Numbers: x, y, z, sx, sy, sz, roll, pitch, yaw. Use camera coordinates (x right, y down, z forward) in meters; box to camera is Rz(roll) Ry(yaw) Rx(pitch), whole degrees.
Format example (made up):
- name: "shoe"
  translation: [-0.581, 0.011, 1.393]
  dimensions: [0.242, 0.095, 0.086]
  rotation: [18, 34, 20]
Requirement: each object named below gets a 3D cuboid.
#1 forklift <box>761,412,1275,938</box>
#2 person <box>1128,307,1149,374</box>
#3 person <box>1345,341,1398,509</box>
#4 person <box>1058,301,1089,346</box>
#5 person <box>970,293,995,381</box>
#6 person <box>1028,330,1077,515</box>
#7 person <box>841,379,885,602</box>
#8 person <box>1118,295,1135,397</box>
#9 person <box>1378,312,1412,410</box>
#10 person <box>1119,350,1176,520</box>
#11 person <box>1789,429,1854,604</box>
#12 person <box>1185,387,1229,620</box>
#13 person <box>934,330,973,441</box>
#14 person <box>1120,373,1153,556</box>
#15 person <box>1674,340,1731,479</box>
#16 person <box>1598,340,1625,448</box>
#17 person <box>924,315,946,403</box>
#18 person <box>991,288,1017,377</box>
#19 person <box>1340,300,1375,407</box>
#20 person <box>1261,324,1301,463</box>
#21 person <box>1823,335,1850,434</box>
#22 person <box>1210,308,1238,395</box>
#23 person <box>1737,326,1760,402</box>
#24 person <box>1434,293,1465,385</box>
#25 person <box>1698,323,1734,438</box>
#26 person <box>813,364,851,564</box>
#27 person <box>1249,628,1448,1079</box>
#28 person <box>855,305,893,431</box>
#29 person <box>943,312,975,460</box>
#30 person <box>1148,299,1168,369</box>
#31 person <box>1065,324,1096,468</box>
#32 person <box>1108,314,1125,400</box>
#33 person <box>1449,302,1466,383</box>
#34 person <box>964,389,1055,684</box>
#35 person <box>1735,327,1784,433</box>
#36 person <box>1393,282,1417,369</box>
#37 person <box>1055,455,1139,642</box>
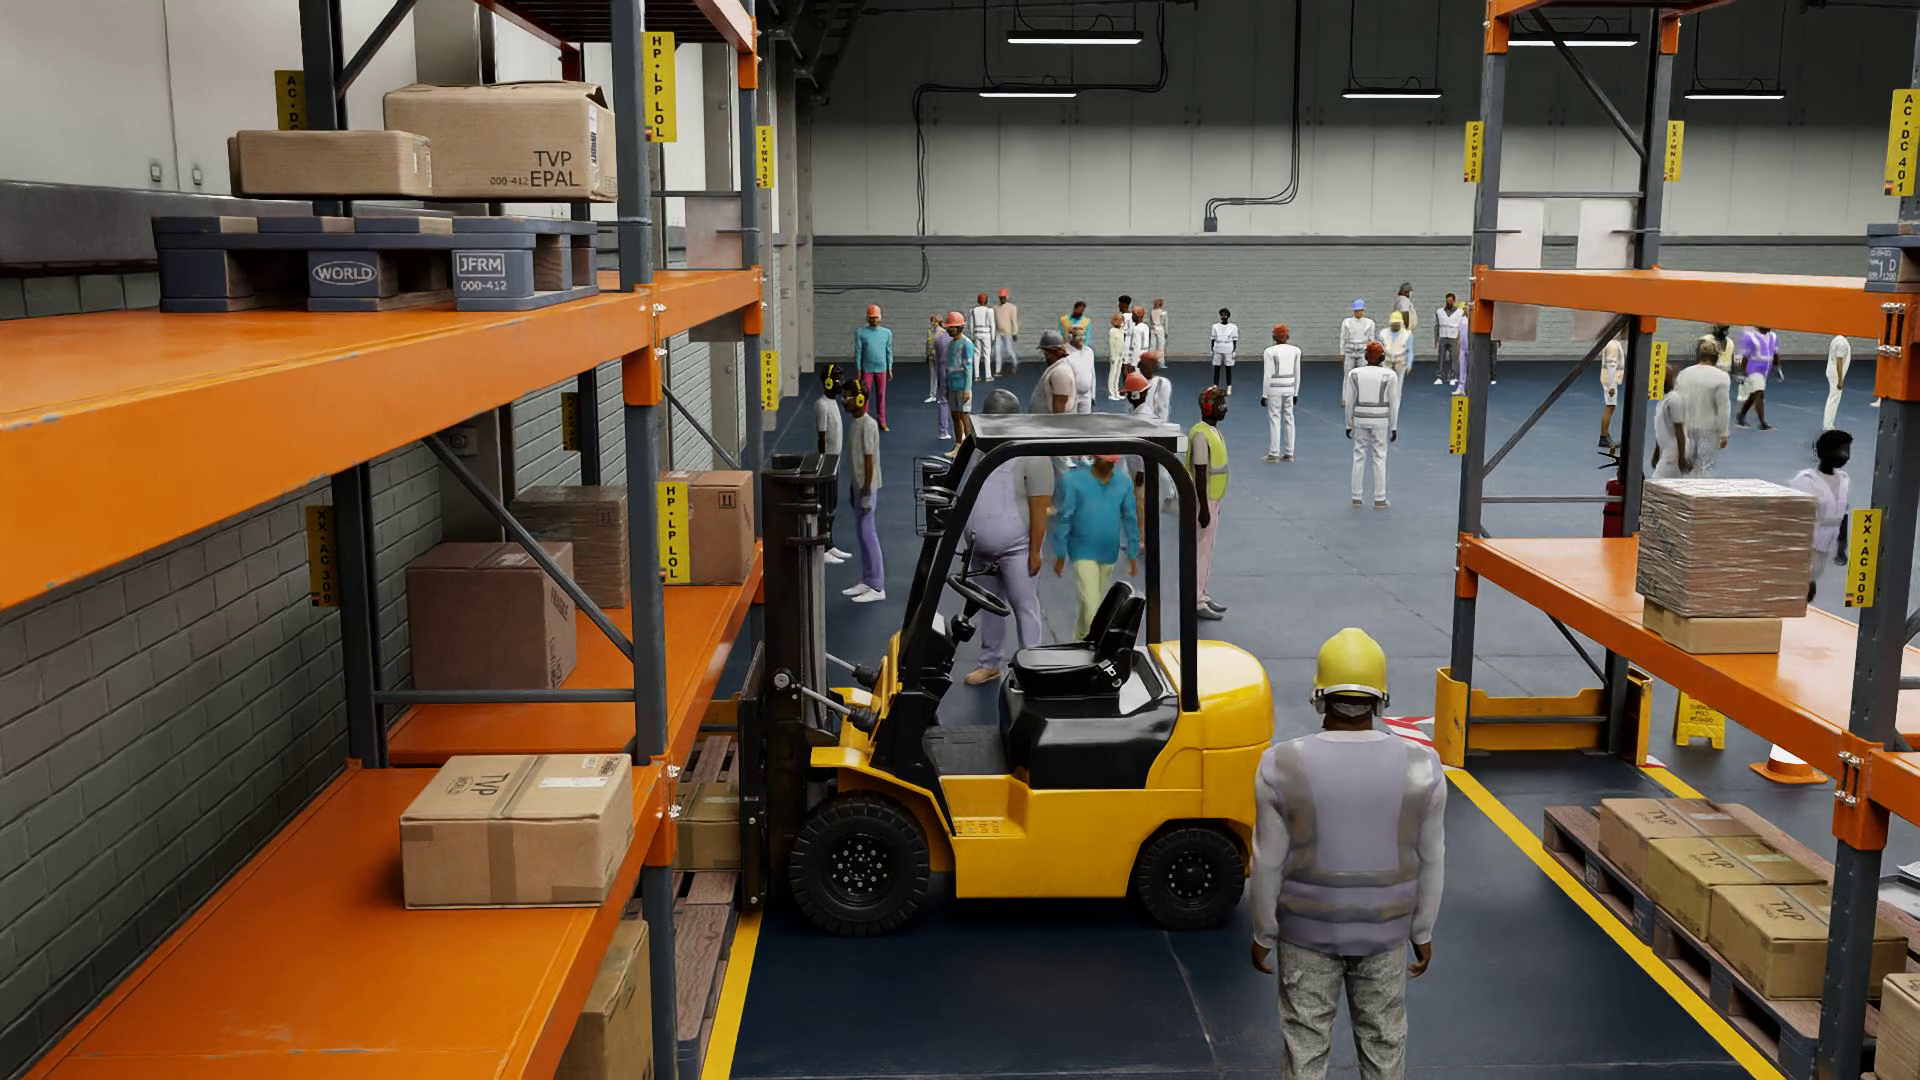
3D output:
- name: "forklift"
  translation: [0.291, 0.548, 7.580]
  dimensions: [2.313, 2.155, 1.214]
  rotation: [0, 10, -2]
- name: "person"
  translation: [3.047, -3.045, 28.462]
  dimensions: [0.349, 1.882, 0.584]
  rotation: [4, 11, 22]
- name: "person"
  translation: [4.618, -1.287, 18.665]
  dimensions: [0.586, 1.882, 0.340]
  rotation: [5, 11, 28]
- name: "person"
  translation: [2.126, -3.583, 31.523]
  dimensions: [0.634, 1.872, 0.434]
  rotation: [1, 10, 5]
- name: "person"
  translation: [0.490, -4.348, 35.728]
  dimensions: [0.575, 1.883, 0.355]
  rotation: [4, 11, 22]
- name: "person"
  translation: [1.014, -1.295, 18.272]
  dimensions: [0.535, 2.000, 0.685]
  rotation: [0, 10, -1]
- name: "person"
  translation: [-0.820, -0.412, 13.882]
  dimensions: [0.327, 1.861, 0.502]
  rotation: [-3, 11, -17]
- name: "person"
  translation: [3.180, -3.741, 32.106]
  dimensions: [0.361, 1.965, 0.613]
  rotation: [4, 11, 23]
- name: "person"
  translation: [7.451, -3.018, 28.583]
  dimensions: [0.604, 1.784, 0.938]
  rotation: [3, 11, 18]
- name: "person"
  translation: [2.028, -1.153, 18.085]
  dimensions: [0.557, 1.826, 0.921]
  rotation: [6, 12, 30]
- name: "person"
  translation: [6.077, 0.041, 11.846]
  dimensions: [0.554, 1.674, 0.448]
  rotation: [-6, 12, -30]
- name: "person"
  translation: [1.956, -0.300, 13.273]
  dimensions: [0.379, 1.844, 0.570]
  rotation: [3, 11, 15]
- name: "person"
  translation: [-0.077, -2.440, 25.064]
  dimensions: [0.645, 1.900, 0.399]
  rotation: [6, 12, 30]
- name: "person"
  translation: [1.690, -0.717, 15.864]
  dimensions: [0.339, 1.747, 0.564]
  rotation: [0, 10, 3]
- name: "person"
  translation: [7.966, -1.174, 17.883]
  dimensions: [0.353, 1.937, 0.635]
  rotation: [-6, 12, -32]
- name: "person"
  translation: [9.523, -2.297, 24.199]
  dimensions: [0.388, 1.924, 0.549]
  rotation: [4, 11, 21]
- name: "person"
  translation: [-0.430, -3.365, 30.921]
  dimensions: [0.514, 1.642, 0.307]
  rotation: [9, 13, 40]
- name: "person"
  translation: [0.999, -4.636, 37.105]
  dimensions: [0.644, 1.970, 0.745]
  rotation: [5, 11, 27]
- name: "person"
  translation: [7.163, -3.363, 30.047]
  dimensions: [0.602, 1.949, 0.393]
  rotation: [3, 11, 15]
- name: "person"
  translation: [4.344, -1.985, 22.559]
  dimensions: [0.576, 1.881, 0.354]
  rotation: [-4, 11, -23]
- name: "person"
  translation: [13.443, -2.479, 25.451]
  dimensions: [0.343, 1.838, 0.502]
  rotation: [4, 11, 22]
- name: "person"
  translation: [5.147, -3.675, 32.493]
  dimensions: [0.533, 1.697, 0.318]
  rotation: [4, 11, 20]
- name: "person"
  translation: [14.842, -3.517, 31.162]
  dimensions: [0.327, 1.863, 0.511]
  rotation: [-1, 10, -7]
- name: "person"
  translation: [10.246, -4.206, 34.835]
  dimensions: [0.590, 1.919, 0.393]
  rotation: [5, 11, 26]
- name: "person"
  translation: [11.570, -2.496, 25.572]
  dimensions: [0.634, 1.824, 0.672]
  rotation: [-3, 11, -15]
- name: "person"
  translation: [-1.210, -0.707, 15.510]
  dimensions: [0.316, 1.860, 0.513]
  rotation: [1, 10, 8]
- name: "person"
  translation: [1.176, 1.171, 5.116]
  dimensions: [0.590, 1.833, 0.404]
  rotation: [0, 10, 0]
- name: "person"
  translation: [-1.355, -2.696, 26.209]
  dimensions: [0.613, 1.994, 0.381]
  rotation: [-3, 11, -19]
- name: "person"
  translation: [-0.042, -2.104, 22.822]
  dimensions: [0.402, 2.035, 0.601]
  rotation: [-7, 12, -33]
- name: "person"
  translation: [4.676, -4.870, 39.319]
  dimensions: [0.515, 1.636, 0.315]
  rotation: [7, 12, 33]
- name: "person"
  translation: [1.547, -1.911, 22.117]
  dimensions: [0.650, 1.901, 0.400]
  rotation: [-7, 12, -35]
- name: "person"
  translation: [2.976, -3.463, 31.491]
  dimensions: [0.286, 1.632, 0.498]
  rotation: [6, 12, 29]
- name: "person"
  translation: [10.697, -4.207, 35.367]
  dimensions: [0.492, 1.715, 0.728]
  rotation: [-7, 12, -35]
- name: "person"
  translation: [0.273, -0.001, 11.063]
  dimensions: [0.535, 2.000, 0.685]
  rotation: [-10, 14, -44]
- name: "person"
  translation: [12.699, -2.681, 26.421]
  dimensions: [0.593, 1.906, 1.001]
  rotation: [-4, 11, -22]
- name: "person"
  translation: [10.479, -5.037, 39.121]
  dimensions: [0.536, 2.000, 0.672]
  rotation: [-1, 10, -3]
- name: "person"
  translation: [0.970, 0.083, 11.562]
  dimensions: [0.571, 1.688, 0.933]
  rotation: [-4, 11, -21]
